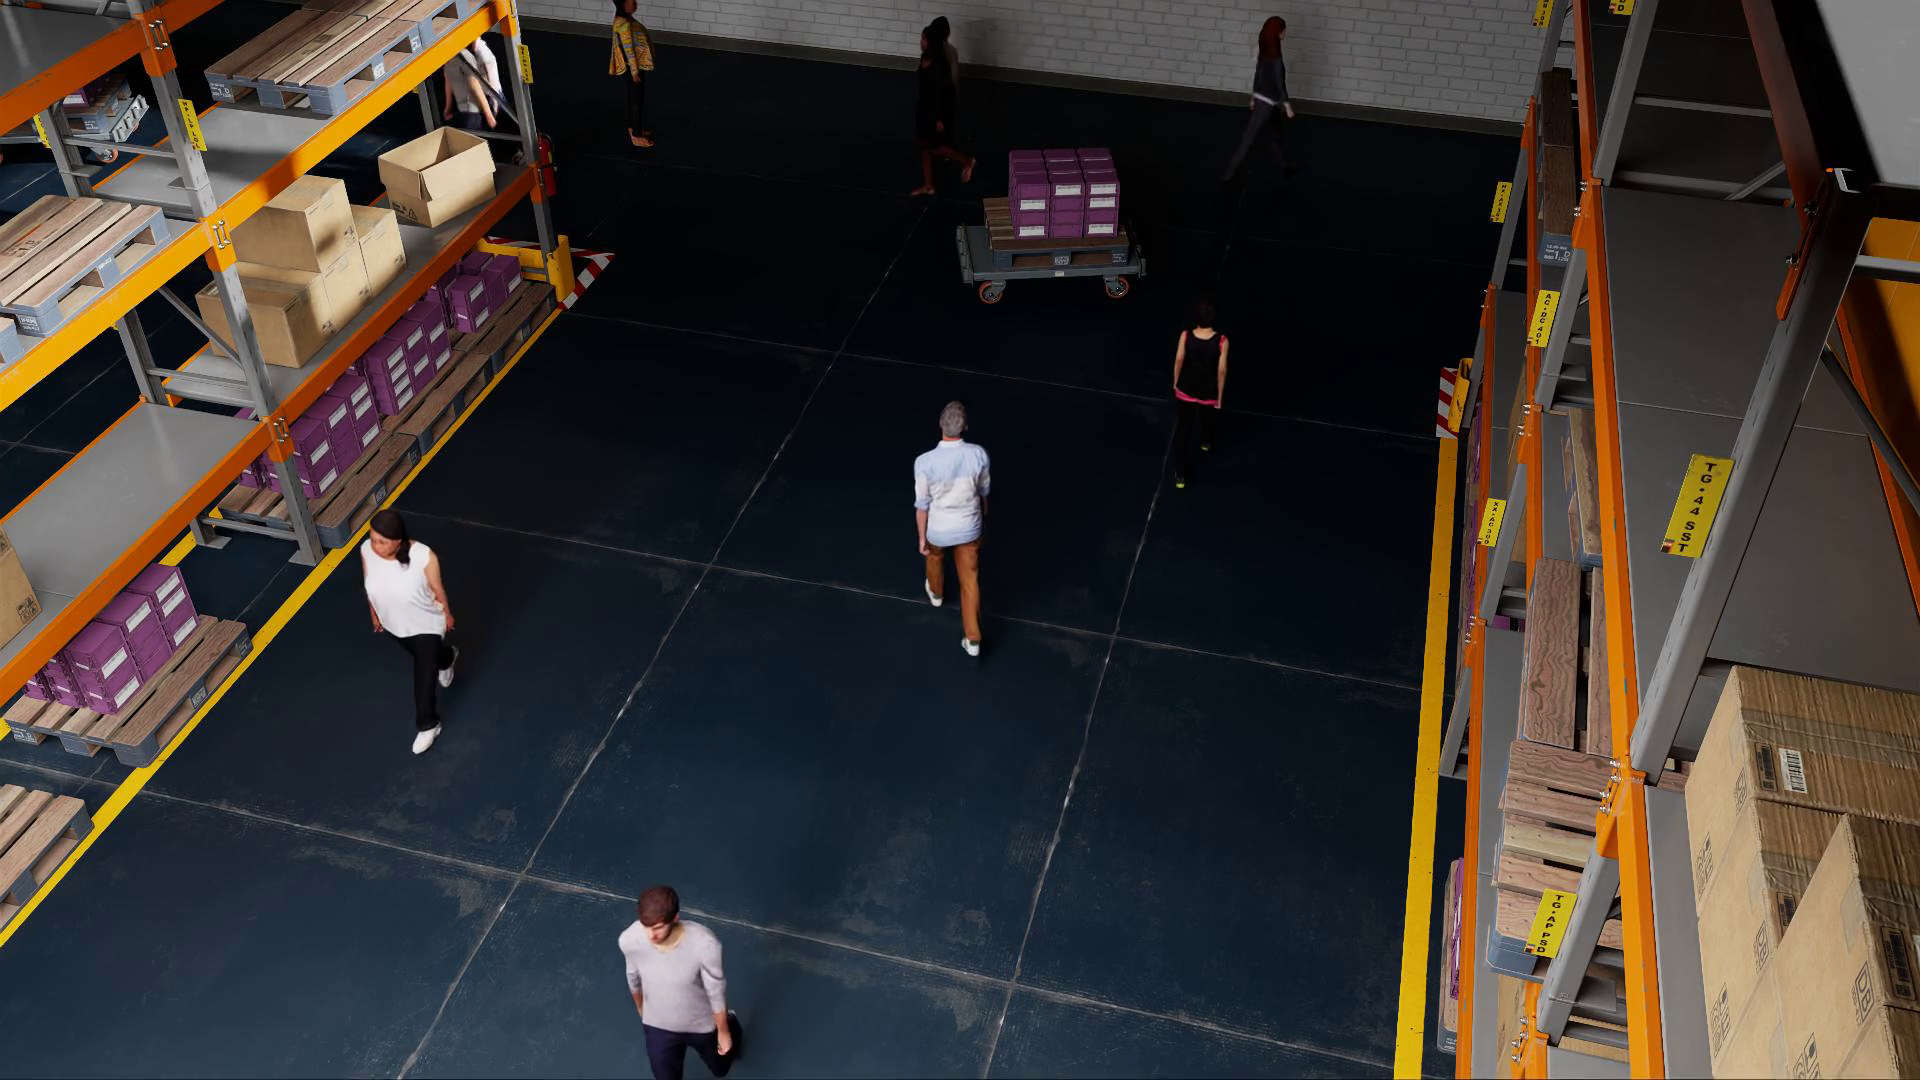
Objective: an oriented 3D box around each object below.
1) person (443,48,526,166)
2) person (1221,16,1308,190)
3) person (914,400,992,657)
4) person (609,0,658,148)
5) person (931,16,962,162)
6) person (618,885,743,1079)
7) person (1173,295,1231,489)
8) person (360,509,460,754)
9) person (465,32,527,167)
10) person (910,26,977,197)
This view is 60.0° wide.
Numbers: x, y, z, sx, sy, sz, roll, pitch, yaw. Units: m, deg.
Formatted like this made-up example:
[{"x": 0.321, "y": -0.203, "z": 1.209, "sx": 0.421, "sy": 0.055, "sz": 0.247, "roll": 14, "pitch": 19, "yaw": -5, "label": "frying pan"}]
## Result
[{"x": -4.677, "y": -4.213, "z": 16.164, "sx": 1.187, "sy": 1.852, "sz": 1.040, "roll": -25, "pitch": 45, "yaw": -27, "label": "person"}, {"x": 2.900, "y": -4.203, "z": 16.258, "sx": 0.946, "sy": 1.721, "sz": 1.154, "roll": -5, "pitch": 39, "yaw": -6, "label": "person"}, {"x": -0.019, "y": -0.039, "z": 10.994, "sx": 1.022, "sy": 1.782, "sz": 1.284, "roll": -6, "pitch": 39, "yaw": -8, "label": "person"}, {"x": -3.390, "y": -4.896, "z": 17.179, "sx": 0.923, "sy": 1.653, "sz": 0.852, "roll": -9, "pitch": 39, "yaw": -11, "label": "person"}, {"x": -0.199, "y": -4.605, "z": 16.970, "sx": 0.593, "sy": 1.459, "sz": 0.582, "roll": 23, "pitch": 44, "yaw": 26, "label": "person"}, {"x": -1.312, "y": 2.254, "z": 8.094, "sx": 0.782, "sy": 1.818, "sz": 1.100, "roll": 4, "pitch": 39, "yaw": 5, "label": "person"}, {"x": 1.783, "y": -1.084, "z": 12.520, "sx": 0.556, "sy": 1.512, "sz": 0.988, "roll": 9, "pitch": 40, "yaw": 11, "label": "person"}, {"x": -3.420, "y": 0.450, "z": 10.480, "sx": 0.654, "sy": 1.658, "sz": 1.060, "roll": 10, "pitch": 40, "yaw": 13, "label": "person"}, {"x": -4.748, "y": -4.337, "z": 16.434, "sx": 0.736, "sy": 1.709, "sz": 1.084, "roll": 19, "pitch": 42, "yaw": 22, "label": "person"}, {"x": -0.192, "y": -4.177, "z": 16.237, "sx": 0.955, "sy": 1.705, "sz": 0.959, "roll": -12, "pitch": 40, "yaw": -15, "label": "person"}]
